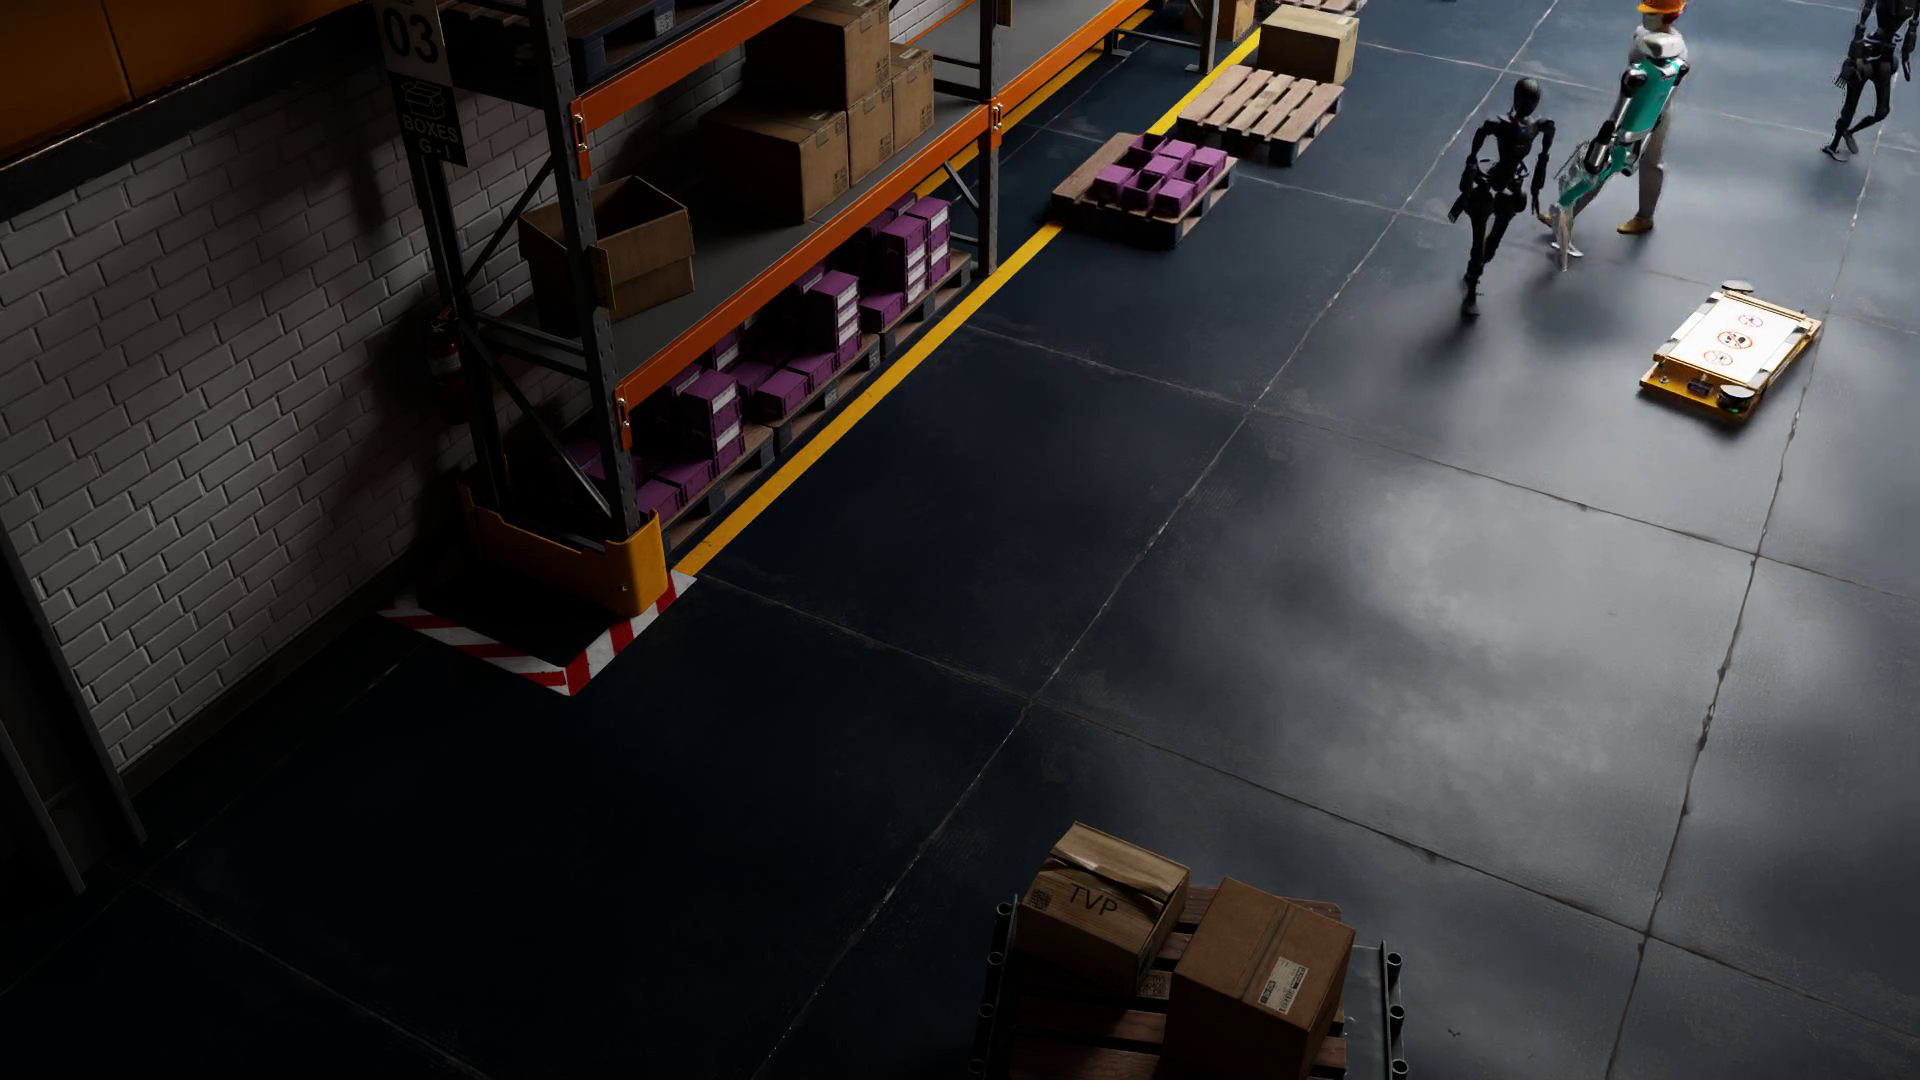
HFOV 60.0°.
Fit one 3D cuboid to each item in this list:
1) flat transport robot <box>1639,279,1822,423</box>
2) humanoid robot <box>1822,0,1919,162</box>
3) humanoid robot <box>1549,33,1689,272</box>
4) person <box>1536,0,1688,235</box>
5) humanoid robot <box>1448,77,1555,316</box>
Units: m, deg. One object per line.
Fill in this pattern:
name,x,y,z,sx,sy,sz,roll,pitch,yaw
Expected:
flat transport robot,5.010,-1.238,10.767,0.659,0.231,1.431,28,46,30
humanoid robot,6.999,-3.687,12.700,0.588,1.644,0.344,-10,40,-12
humanoid robot,4.370,-2.659,11.404,0.549,1.810,0.797,-20,43,-24
person,4.685,-2.956,11.648,0.958,1.845,0.565,-15,41,-18
humanoid robot,3.569,-2.302,10.990,0.610,1.637,0.586,-4,39,-5
